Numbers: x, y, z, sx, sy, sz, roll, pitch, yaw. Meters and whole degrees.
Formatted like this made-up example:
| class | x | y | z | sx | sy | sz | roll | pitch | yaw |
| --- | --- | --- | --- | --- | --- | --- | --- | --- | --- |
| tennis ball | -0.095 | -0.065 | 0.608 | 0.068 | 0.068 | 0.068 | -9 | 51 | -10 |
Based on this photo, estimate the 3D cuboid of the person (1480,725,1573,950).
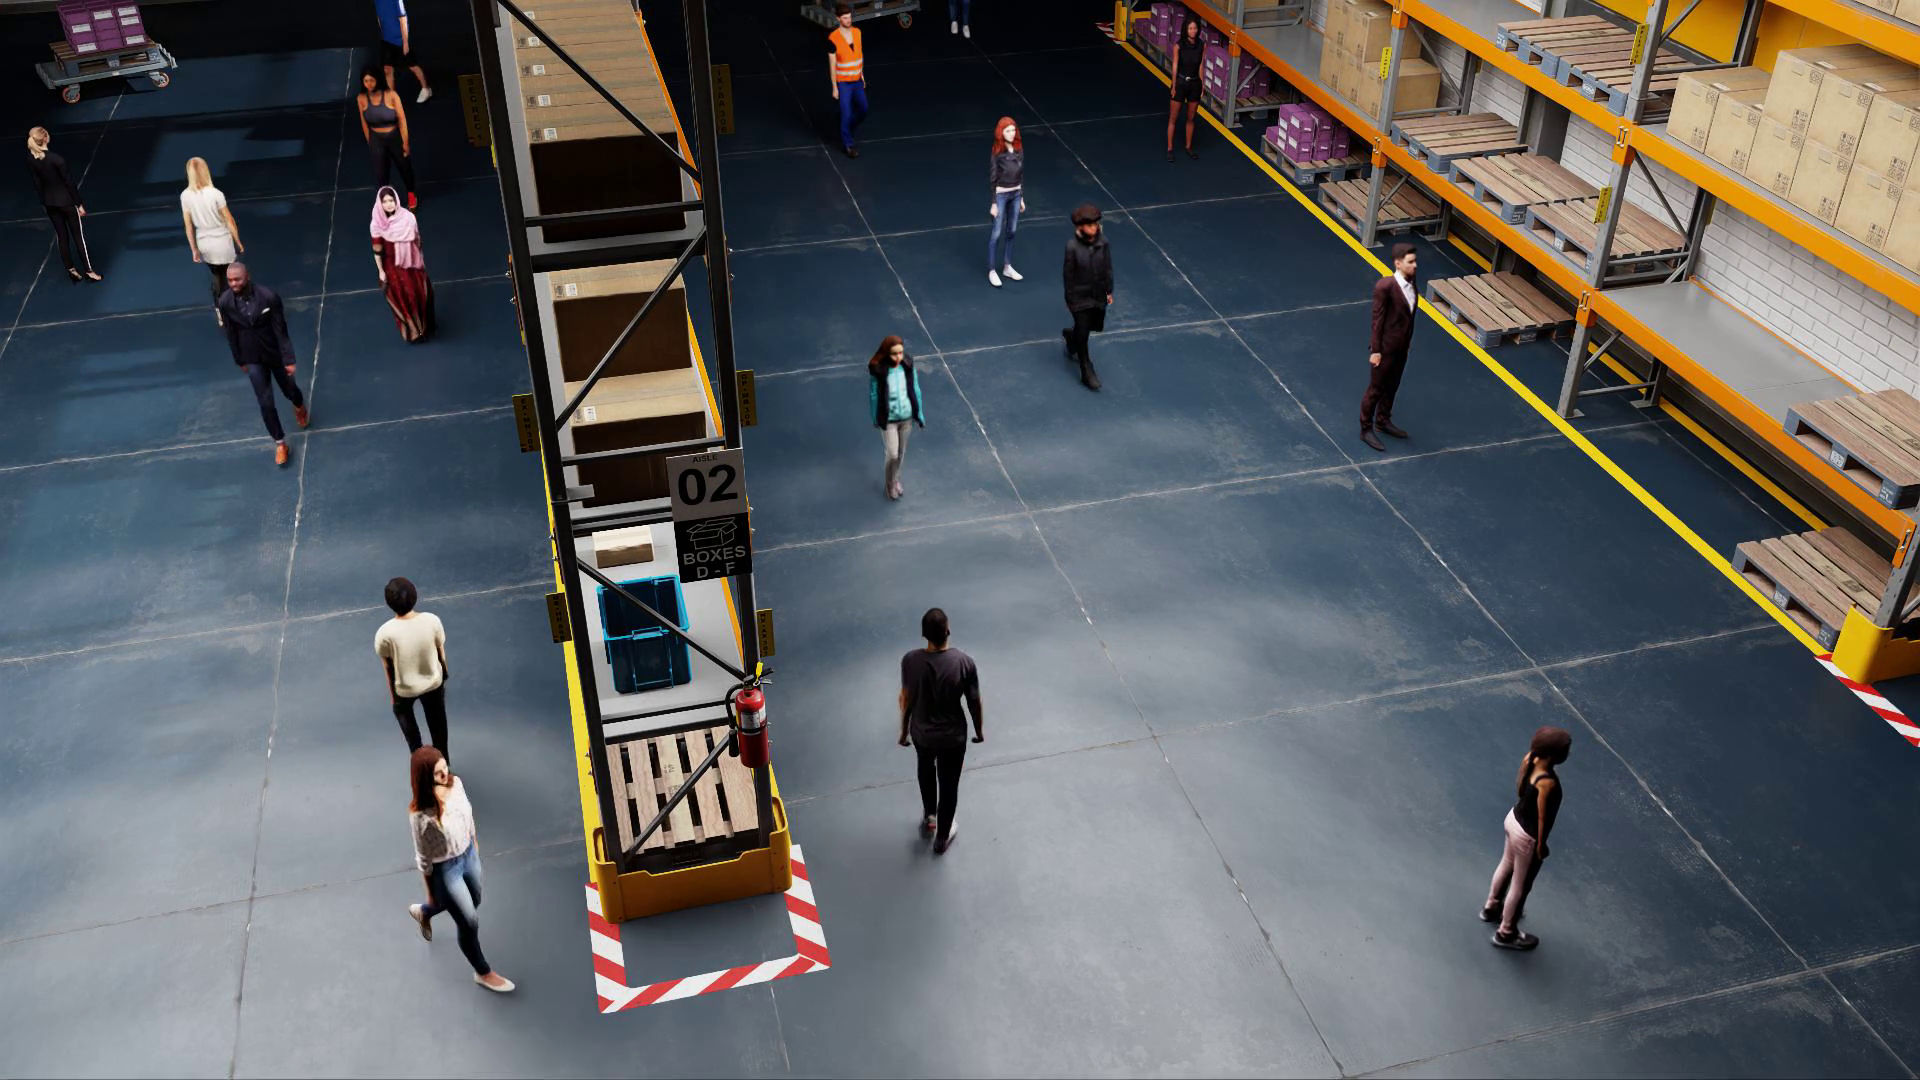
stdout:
| class | x | y | z | sx | sy | sz | roll | pitch | yaw |
| --- | --- | --- | --- | --- | --- | --- | --- | --- | --- |
| person | 3.306 | 1.700 | 9.684 | 0.635 | 1.564 | 0.496 | -2 | 34 | -3 |

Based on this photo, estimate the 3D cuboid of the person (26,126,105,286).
| class | x | y | z | sx | sy | sz | roll | pitch | yaw |
| --- | --- | --- | --- | --- | --- | --- | --- | --- | --- |
| person | -9.375 | -3.480 | 17.347 | 0.675 | 1.707 | 0.657 | 3 | 34 | 4 |

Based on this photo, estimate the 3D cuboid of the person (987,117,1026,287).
| class | x | y | z | sx | sy | sz | roll | pitch | yaw |
| --- | --- | --- | --- | --- | --- | --- | --- | --- | --- |
| person | 0.482 | -3.547 | 17.376 | 0.641 | 1.787 | 0.620 | -20 | 39 | -28 |

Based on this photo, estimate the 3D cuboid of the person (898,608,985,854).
| class | x | y | z | sx | sy | sz | roll | pitch | yaw |
| --- | --- | --- | --- | --- | --- | --- | --- | --- | --- |
| person | -0.156 | 1.236 | 10.217 | 0.786 | 1.747 | 0.793 | 6 | 34 | 10 |

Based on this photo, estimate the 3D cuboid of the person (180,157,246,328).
| class | x | y | z | sx | sy | sz | roll | pitch | yaw |
| --- | --- | --- | --- | --- | --- | --- | --- | --- | --- |
| person | -7.287 | -2.807 | 16.236 | 0.663 | 1.817 | 0.680 | -1 | 34 | -1 |

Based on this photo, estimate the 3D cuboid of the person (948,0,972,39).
| class | x | y | z | sx | sy | sz | roll | pitch | yaw |
| --- | --- | --- | --- | --- | --- | --- | --- | --- | --- |
| person | -0.053 | -8.457 | 24.757 | 0.781 | 1.795 | 0.900 | 0 | 34 | -1 |

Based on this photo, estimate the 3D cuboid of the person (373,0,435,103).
| class | x | y | z | sx | sy | sz | roll | pitch | yaw |
| --- | --- | --- | --- | --- | --- | --- | --- | --- | --- |
| person | -7.367 | -6.610 | 21.954 | 1.135 | 1.820 | 1.315 | 11 | 35 | 17 |

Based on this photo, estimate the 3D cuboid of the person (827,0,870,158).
| class | x | y | z | sx | sy | sz | roll | pitch | yaw |
| --- | --- | --- | --- | --- | --- | --- | --- | --- | --- |
| person | -1.440 | -5.693 | 20.525 | 0.827 | 1.876 | 0.828 | -25 | 41 | -33 |

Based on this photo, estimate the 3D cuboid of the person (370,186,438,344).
| class | x | y | z | sx | sy | sz | roll | pitch | yaw |
| --- | --- | --- | --- | --- | --- | --- | --- | --- | --- |
| person | -5.475 | -2.703 | 16.254 | 0.685 | 1.624 | 0.715 | -15 | 36 | -21 |

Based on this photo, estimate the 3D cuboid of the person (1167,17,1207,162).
| class | x | y | z | sx | sy | sz | roll | pitch | yaw |
| --- | --- | --- | --- | --- | --- | --- | --- | --- | --- |
| person | 2.777 | -5.542 | 20.419 | 0.600 | 1.741 | 0.524 | -10 | 35 | -15 |

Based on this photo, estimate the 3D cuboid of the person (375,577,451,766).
| class | x | y | z | sx | sy | sz | roll | pitch | yaw |
| --- | --- | --- | --- | --- | --- | --- | --- | --- | --- |
| person | -3.491 | 0.968 | 10.772 | 0.669 | 1.579 | 0.665 | -19 | 38 | -26 |

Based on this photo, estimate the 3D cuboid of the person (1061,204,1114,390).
| class | x | y | z | sx | sy | sz | roll | pitch | yaw |
| --- | --- | --- | --- | --- | --- | --- | --- | --- | --- |
| person | 1.163 | -2.334 | 15.577 | 0.750 | 1.758 | 1.096 | -14 | 36 | -20 |

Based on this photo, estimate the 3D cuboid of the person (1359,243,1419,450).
| class | x | y | z | sx | sy | sz | roll | pitch | yaw |
| --- | --- | --- | --- | --- | --- | --- | --- | --- | --- |
| person | 3.769 | -1.727 | 14.561 | 0.775 | 1.873 | 0.770 | -27 | 42 | -34 |

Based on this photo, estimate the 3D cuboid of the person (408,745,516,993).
| class | x | y | z | sx | sy | sz | roll | pitch | yaw |
| --- | --- | --- | --- | --- | --- | --- | --- | --- | --- |
| person | -2.932 | 1.820 | 9.371 | 1.011 | 1.711 | 1.007 | 14 | 36 | 20 |

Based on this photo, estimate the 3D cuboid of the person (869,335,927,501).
| class | x | y | z | sx | sy | sz | roll | pitch | yaw |
| --- | --- | --- | --- | --- | --- | --- | --- | --- | --- |
| person | -0.562 | -1.062 | 13.907 | 0.627 | 1.490 | 0.672 | -15 | 37 | -22 |

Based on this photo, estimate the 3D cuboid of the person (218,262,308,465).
| class | x | y | z | sx | sy | sz | roll | pitch | yaw |
| --- | --- | --- | --- | --- | --- | --- | --- | --- | --- |
| person | -6.002 | -1.610 | 14.459 | 0.738 | 1.791 | 1.104 | -7 | 34 | -11 |

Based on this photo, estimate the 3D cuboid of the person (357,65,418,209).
| class | x | y | z | sx | sy | sz | roll | pitch | yaw |
| --- | --- | --- | --- | --- | --- | --- | --- | --- | --- |
| person | -6.442 | -4.508 | 18.843 | 0.776 | 1.764 | 1.250 | -4 | 34 | -6 |
